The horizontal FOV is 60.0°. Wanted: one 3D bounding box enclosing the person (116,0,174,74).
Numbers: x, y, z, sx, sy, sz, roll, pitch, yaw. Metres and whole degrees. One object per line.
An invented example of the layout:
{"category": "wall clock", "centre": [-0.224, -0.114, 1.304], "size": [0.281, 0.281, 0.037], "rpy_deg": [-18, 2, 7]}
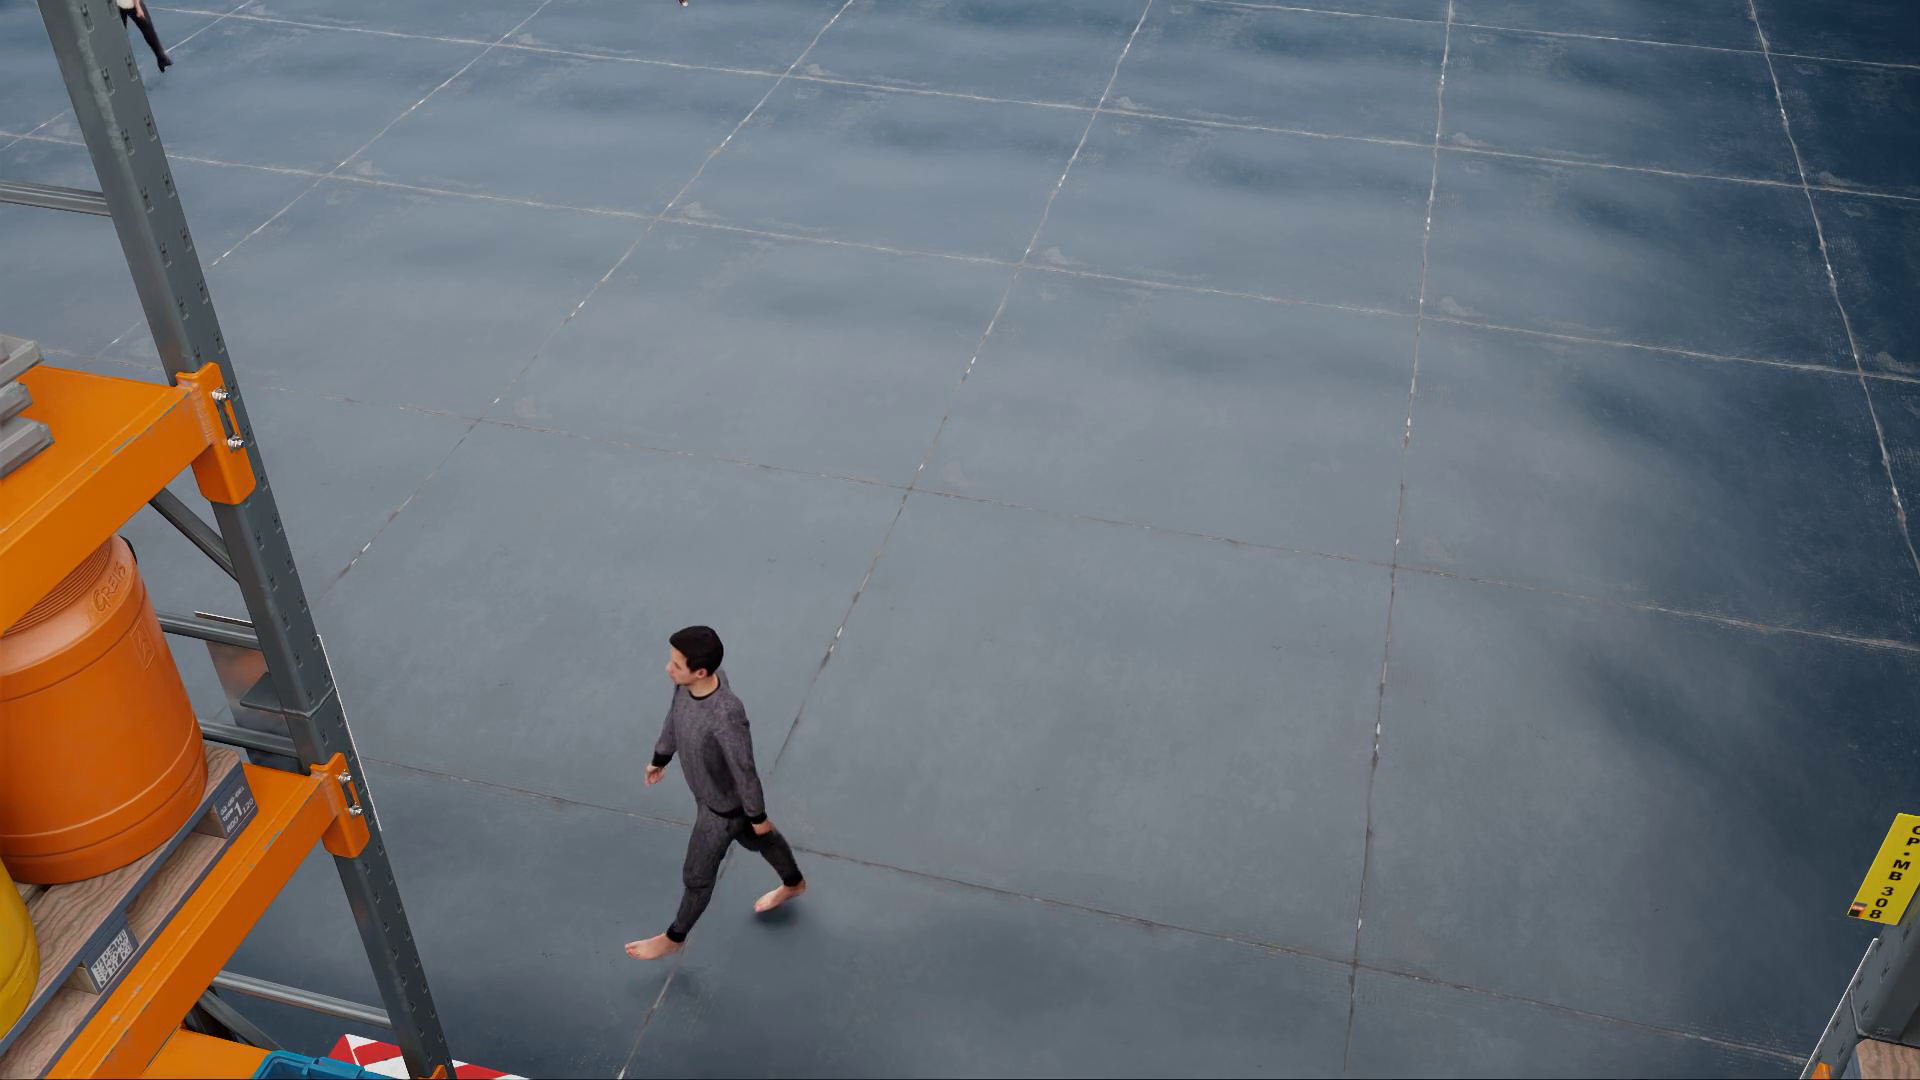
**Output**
{"category": "person", "centre": [-7.557, -4.787, 14.936], "size": [0.721, 1.546, 1.028], "rpy_deg": [3, 38, 4]}

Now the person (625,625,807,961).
{"category": "person", "centre": [-0.952, 1.062, 7.253], "size": [1.150, 1.801, 1.164], "rpy_deg": [-13, 40, -16]}
